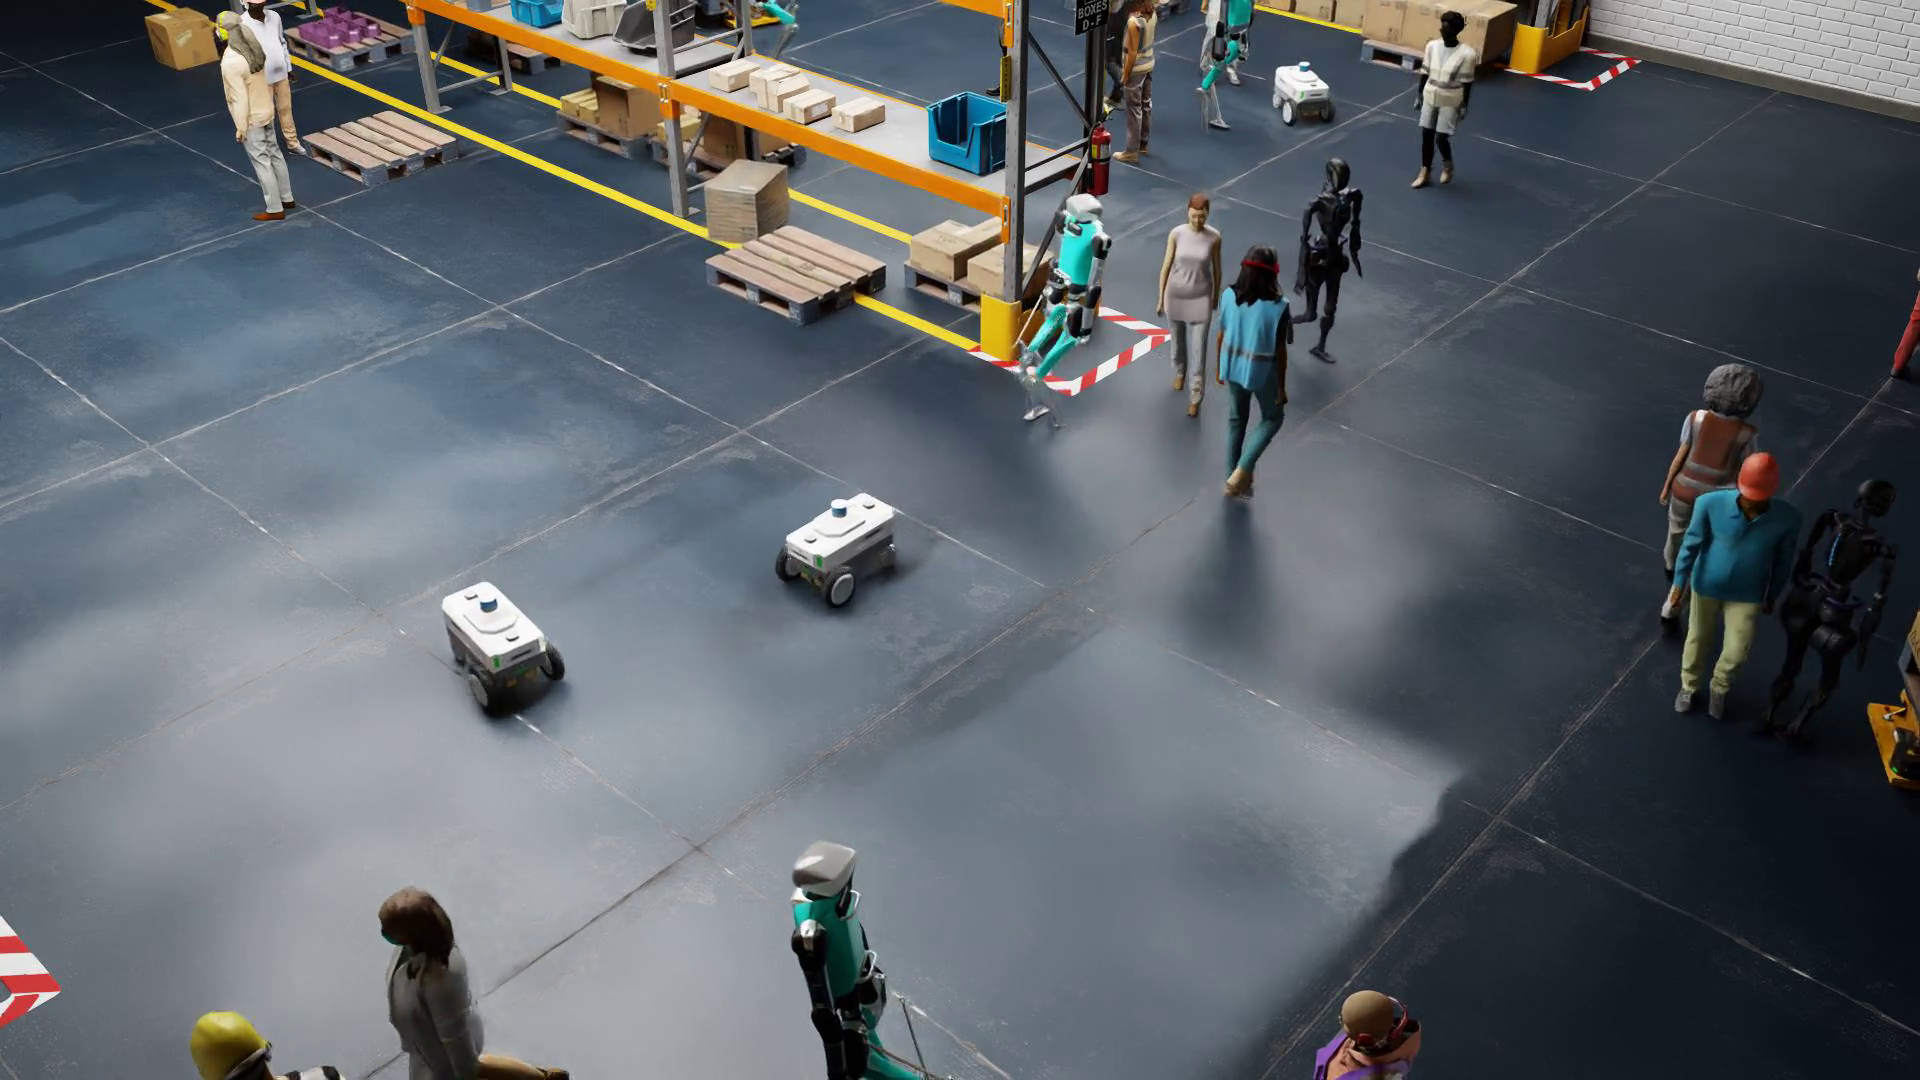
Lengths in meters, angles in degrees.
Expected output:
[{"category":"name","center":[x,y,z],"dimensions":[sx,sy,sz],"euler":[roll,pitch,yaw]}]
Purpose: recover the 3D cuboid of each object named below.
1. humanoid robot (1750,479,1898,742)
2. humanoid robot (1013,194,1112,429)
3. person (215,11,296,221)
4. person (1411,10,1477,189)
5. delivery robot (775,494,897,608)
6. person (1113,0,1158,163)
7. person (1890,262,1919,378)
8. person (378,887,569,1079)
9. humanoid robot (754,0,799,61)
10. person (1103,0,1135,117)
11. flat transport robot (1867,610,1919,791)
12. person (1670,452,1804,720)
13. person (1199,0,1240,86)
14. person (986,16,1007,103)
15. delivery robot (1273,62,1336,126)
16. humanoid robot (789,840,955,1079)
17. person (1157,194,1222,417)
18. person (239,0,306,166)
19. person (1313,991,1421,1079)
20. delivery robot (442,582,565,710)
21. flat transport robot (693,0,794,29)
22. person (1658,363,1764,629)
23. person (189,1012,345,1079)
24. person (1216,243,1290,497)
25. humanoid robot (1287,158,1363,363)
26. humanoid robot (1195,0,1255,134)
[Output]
[{"category":"humanoid robot","center":[4.673,0.402,9.000],"dimensions":[0.375,1.645,0.585],"euler":[-14,37,-20]},{"category":"humanoid robot","center":[0.647,-1.536,11.772],"dimensions":[0.694,1.796,0.577],"euler":[-21,40,-28]},{"category":"person","center":[-6.304,-3.788,14.886],"dimensions":[0.400,1.875,0.566],"euler":[3,35,4]},{"category":"person","center":[4.467,-4.071,15.458],"dimensions":[0.367,1.685,0.545],"euler":[-28,43,-34]},{"category":"delivery robot","center":[-0.765,0.033,10.524],"dimensions":[0.499,0.610,0.814],"euler":[27,43,33]},{"category":"person","center":[1.696,-4.541,16.065],"dimensions":[0.321,1.771,0.469],"euler":[20,40,27]},{"category":"person","center":[7.394,-1.974,12.362],"dimensions":[0.519,1.759,0.343],"euler":[25,42,32]},{"category":"person","center":[-2.034,1.980,6.733],"dimensions":[0.758,1.631,0.500],"euler":[-17,38,-23]},{"category":"humanoid robot","center":[-2.033,-6.001,18.233],"dimensions":[0.774,1.806,0.540],"euler":[-1,35,-2]},{"category":"person","center":[1.704,-5.240,17.037],"dimensions":[0.523,1.823,0.683],"euler":[-21,40,-28]},{"category":"flat transport robot","center":[5.809,1.190,9.087],"dimensions":[1.431,0.231,0.659],"euler":[8,35,11]},{"category":"person","center":[4.215,0.258,9.145],"dimensions":[0.570,1.733,0.397],"euler":[16,38,22]},{"category":"person","center":[2.859,-5.838,17.846],"dimensions":[0.579,1.883,0.435],"euler":[-6,35,-8]},{"category":"person","center":[0.452,-5.525,17.347],"dimensions":[0.361,1.935,0.552],"euler":[-3,35,-5]},{"category":"delivery robot","center":[3.557,-4.658,17.311],"dimensions":[0.499,0.600,0.802],"euler":[-8,35,-12]},{"category":"humanoid robot","center":[-0.302,1.964,6.680],"dimensions":[0.917,1.769,0.574],"euler":[6,35,9]},{"category":"person","center":[1.655,-1.710,12.090],"dimensions":[0.430,1.612,0.848],"euler":[7,35,10]},{"category":"person","center":[-6.649,-4.499,16.020],"dimensions":[0.324,1.751,0.558],"euler":[18,38,24]},{"category":"person","center":[1.470,2.285,6.247],"dimensions":[0.349,1.690,0.483],"euler":[2,35,3]},{"category":"delivery robot","center":[-2.712,0.566,9.717],"dimensions":[0.499,0.570,0.753],"euler":[-26,42,-32]},{"category":"flat transport robot","center":[-2.766,-6.541,20.286],"dimensions":[0.659,0.231,1.431],"euler":[-20,39,-26]},{"category":"person","center":[4.481,-0.289,10.021],"dimensions":[0.439,1.638,0.873],"euler":[22,40,29]},{"category":"person","center":[-2.422,2.379,6.021],"dimensions":[0.627,1.790,0.431],"euler":[-21,40,-28]},{"category":"person","center":[1.936,-1.089,10.989],"dimensions":[0.546,1.852,0.447],"euler":[23,41,29]},{"category":"humanoid robot","center":[2.770,-2.172,12.721],"dimensions":[0.594,1.648,0.469],"euler":[-17,38,-23]},{"category":"humanoid robot","center":[2.592,-4.942,16.737],"dimensions":[0.542,1.869,0.666],"euler":[-29,44,-35]}]
